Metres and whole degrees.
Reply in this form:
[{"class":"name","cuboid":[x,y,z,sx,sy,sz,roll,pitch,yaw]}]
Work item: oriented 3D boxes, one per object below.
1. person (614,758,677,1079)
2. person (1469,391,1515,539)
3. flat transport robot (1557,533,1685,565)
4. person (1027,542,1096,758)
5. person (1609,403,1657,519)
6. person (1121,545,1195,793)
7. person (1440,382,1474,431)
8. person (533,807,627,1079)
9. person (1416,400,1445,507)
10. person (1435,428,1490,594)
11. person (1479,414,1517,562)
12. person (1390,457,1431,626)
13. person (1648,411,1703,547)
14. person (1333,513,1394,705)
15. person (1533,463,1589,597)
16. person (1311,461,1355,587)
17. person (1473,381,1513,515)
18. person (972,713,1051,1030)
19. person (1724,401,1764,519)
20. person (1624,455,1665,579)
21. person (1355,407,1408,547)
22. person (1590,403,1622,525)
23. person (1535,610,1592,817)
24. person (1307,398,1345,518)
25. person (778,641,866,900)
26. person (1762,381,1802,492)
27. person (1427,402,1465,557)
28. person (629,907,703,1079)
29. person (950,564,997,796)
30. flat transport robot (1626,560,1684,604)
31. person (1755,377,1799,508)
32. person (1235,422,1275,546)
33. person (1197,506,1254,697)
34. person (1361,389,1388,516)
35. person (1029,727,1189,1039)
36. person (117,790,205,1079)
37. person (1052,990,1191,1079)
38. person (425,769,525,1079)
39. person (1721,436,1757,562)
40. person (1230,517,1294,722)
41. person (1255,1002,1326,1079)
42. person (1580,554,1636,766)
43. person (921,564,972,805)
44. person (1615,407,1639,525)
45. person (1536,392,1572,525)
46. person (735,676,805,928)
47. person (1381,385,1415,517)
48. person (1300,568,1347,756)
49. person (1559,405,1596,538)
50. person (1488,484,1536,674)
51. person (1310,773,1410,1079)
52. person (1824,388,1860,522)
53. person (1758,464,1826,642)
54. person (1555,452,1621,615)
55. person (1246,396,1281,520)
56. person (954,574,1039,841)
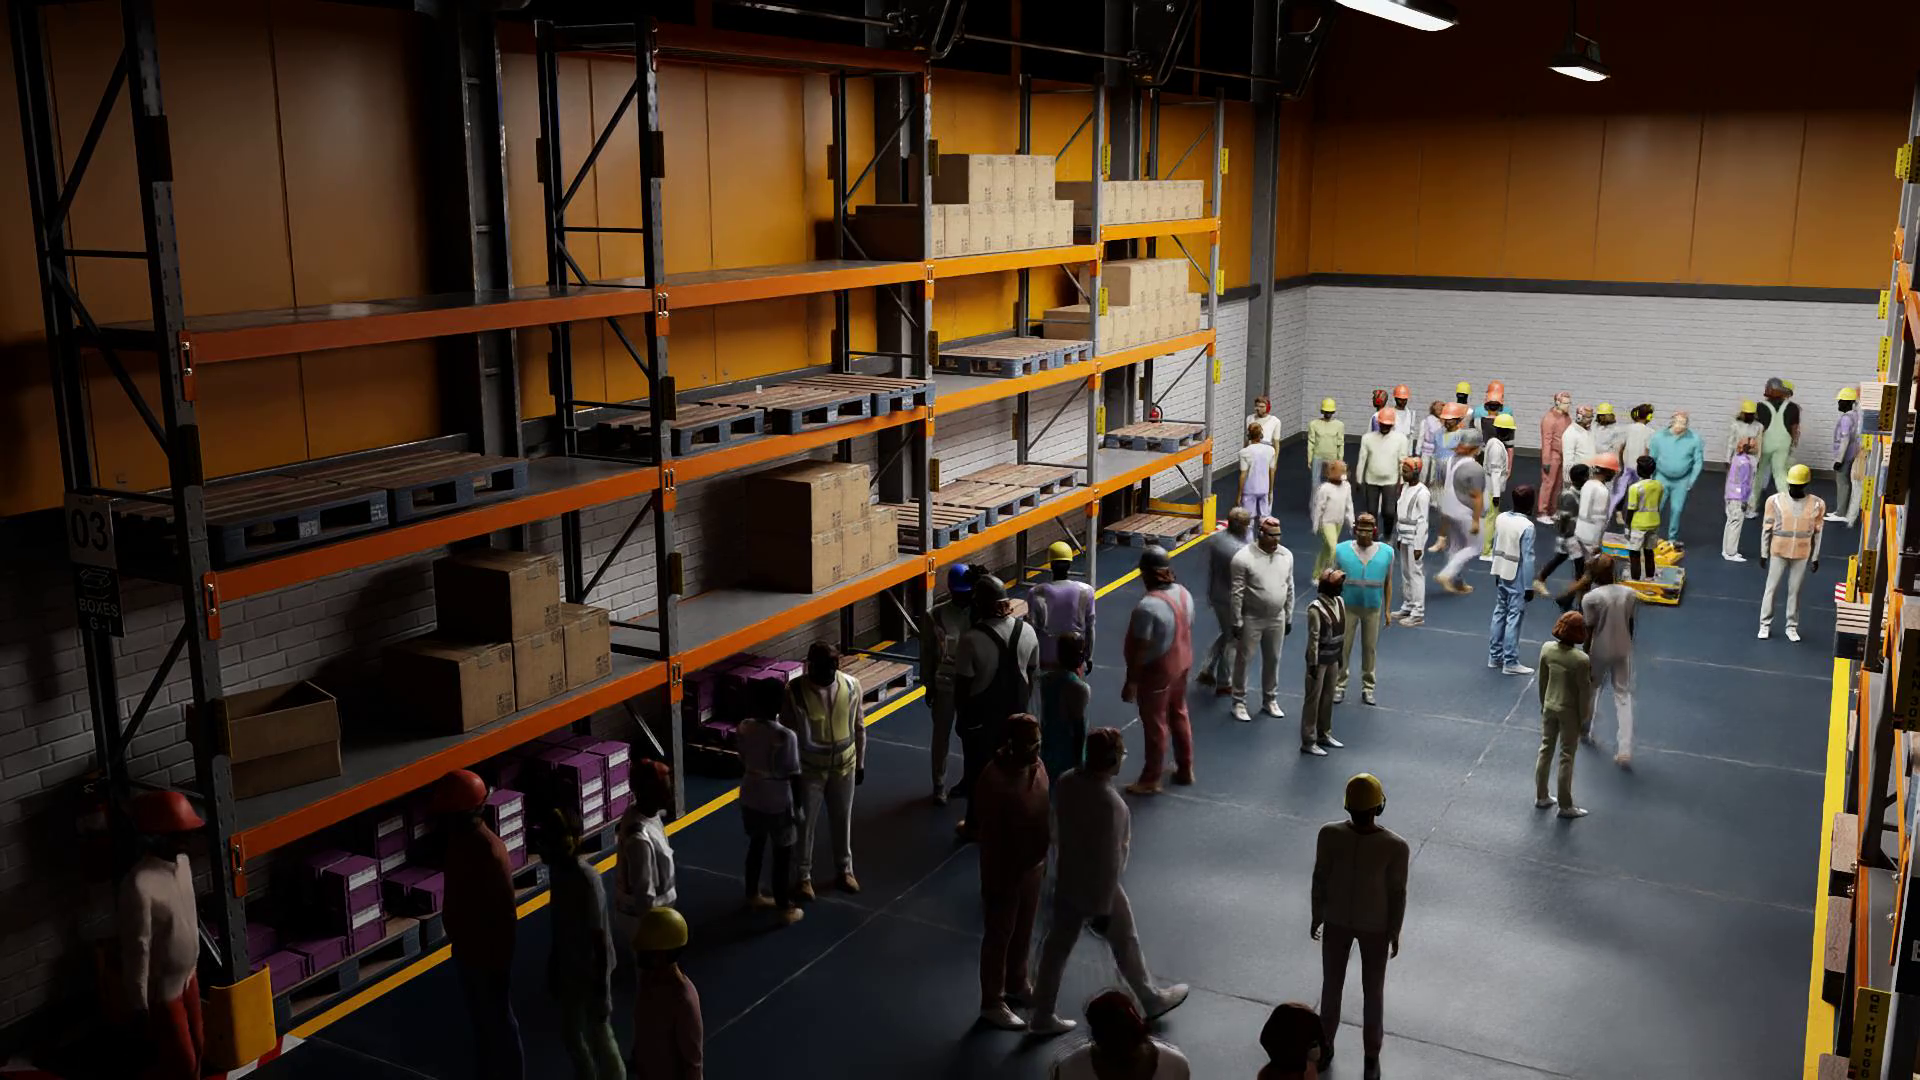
[{"class":"person","cuboid":[-1.707,2.085,9.147,0.370,1.878,0.591,-2,13,-9]},{"class":"person","cuboid":[7.222,-1.016,22.697,0.611,2.030,0.410,3,13,15]},{"class":"flat transport robot","cuboid":[8.634,0.085,21.724,1.431,0.197,0.652,10,16,37]},{"class":"person","cuboid":[0.847,0.963,14.076,0.584,1.918,0.376,-1,13,-6]},{"class":"person","cuboid":[9.277,-0.978,23.029,0.920,1.823,0.540,-11,17,-41]},{"class":"person","cuboid":[1.578,1.042,13.442,0.562,2.000,0.796,10,16,37]},{"class":"person","cuboid":[7.351,-1.374,24.547,0.588,1.919,0.398,9,15,35]},{"class":"person","cuboid":[-1.950,2.239,8.527,0.398,1.850,0.512,-9,16,-35]},{"class":"person","cuboid":[7.009,-1.266,24.710,0.530,1.626,0.323,-4,13,-17]},{"class":"person","cuboid":[5.931,-0.328,19.576,0.585,2.000,0.694,-3,13,-14]},{"class":"person","cuboid":[6.904,-0.672,21.399,0.396,1.920,0.586,4,13,16]},{"class":"person","cuboid":[5.012,0.002,18.472,0.339,1.878,0.571,-1,13,-6]},{"class":"person","cuboid":[9.411,-0.768,21.966,0.681,1.889,0.446,5,14,21]},{"class":"person","cuboid":[3.778,0.640,15.689,0.569,1.840,0.374,2,13,8]},{"class":"person","cuboid":[7.101,-0.090,19.391,0.863,1.658,0.536,8,15,33]},{"class":"person","cuboid":[4.501,-0.150,19.794,0.520,1.577,0.855,-9,15,-34]},{"class":"person","cuboid":[7.702,-1.316,24.106,0.622,1.992,0.397,-2,13,-8]},{"class":"person","cuboid":[0.343,1.930,9.805,0.401,1.899,0.636,9,15,35]},{"class":"person","cuboid":[11.333,-1.151,24.031,0.504,1.698,0.892,2,13,9]},{"class":"person","cuboid":[8.053,-0.160,19.627,0.530,1.689,0.321,-6,14,-24]},{"class":"person","cuboid":[5.470,-0.759,21.654,0.650,1.968,0.451,4,13,18]},{"class":"person","cuboid":[9.106,-1.080,23.618,0.296,1.744,0.487,-11,17,-41]},{"class":"person","cuboid":[4.725,1.346,13.001,0.281,1.634,0.498,-6,14,-25]},{"class":"person","cuboid":[5.273,-1.174,24.004,0.526,1.762,0.340,2,13,7]},{"class":"person","cuboid":[-0.943,1.579,11.520,0.630,1.836,0.430,-5,14,-23]},{"class":"person","cuboid":[12.786,-1.596,25.912,0.532,1.754,0.340,6,14,24]},{"class":"person","cuboid":[6.355,-0.787,21.658,0.412,2.036,0.607,-8,15,-32]},{"class":"person","cuboid":[-1.332,2.493,7.561,0.302,1.772,0.525,-9,15,-35]},{"class":"person","cuboid":[0.148,1.136,13.226,0.385,1.957,0.602,-11,17,-42]},{"class":"flat transport robot","cuboid":[8.284,0.491,19.905,0.652,0.197,1.431,6,14,25]},{"class":"person","cuboid":[11.940,-1.413,24.434,0.681,2.000,0.887,2,13,8]},{"class":"person","cuboid":[3.749,-0.581,21.165,0.506,1.839,0.343,-4,13,-17]},{"class":"person","cuboid":[2.556,0.593,15.783,0.391,1.908,0.672,-3,13,-12]},{"class":"person","cuboid":[6.115,-1.272,24.241,0.389,1.846,0.566,8,15,30]},{"class":"person","cuboid":[0.840,1.978,9.675,0.999,1.844,0.661,-7,15,-30]},{"class":"person","cuboid":[-4.020,2.211,8.341,0.574,1.978,0.642,0,13,-2]},{"class":"person","cuboid":[0.661,2.631,6.883,0.609,1.803,0.852,-1,13,-2]},{"class":"person","cuboid":[-2.519,2.134,8.665,0.398,1.989,0.621,-10,16,-37]},{"class":"person","cuboid":[10.033,-0.534,21.430,0.312,1.632,0.526,2,13,10]},{"class":"person","cuboid":[2.781,0.717,15.235,0.652,1.899,0.400,-4,13,-18]},{"class":"person","cuboid":[1.362,2.692,6.972,0.278,1.634,0.498,9,15,35]},{"class":"person","cuboid":[5.544,1.000,14.236,0.550,1.781,0.995,-1,13,-3]},{"class":"person","cuboid":[-0.011,1.135,13.236,0.603,1.949,0.384,-3,13,-15]},{"class":"person","cuboid":[9.570,-1.055,23.609,0.534,1.697,0.318,-2,13,-11]},{"class":"person","cuboid":[8.500,-1.170,23.690,0.651,1.898,0.396,-12,17,-43]},{"class":"person","cuboid":[-1.276,1.738,11.102,0.559,1.694,0.321,9,16,36]},{"class":"person","cuboid":[6.348,-1.289,24.111,0.544,1.939,0.354,-4,13,-18]},{"class":"person","cuboid":[3.152,1.041,14.377,0.314,1.633,0.519,12,17,42]},{"class":"person","cuboid":[8.331,-0.881,22.392,0.402,1.896,0.652,12,18,44]},{"class":"person","cuboid":[5.538,0.386,16.659,0.375,1.917,0.598,-3,13,-14]},{"class":"person","cuboid":[2.194,2.127,9.206,0.524,1.769,0.308,6,14,23]},{"class":"person","cuboid":[12.655,-1.221,23.832,0.381,1.928,0.587,11,16,39]},{"class":"person","cuboid":[8.879,0.135,17.770,0.589,1.924,0.384,4,13,18]},{"class":"person","cuboid":[7.045,-0.042,18.613,0.573,1.907,0.557,0,13,0]},{"class":"person","cuboid":[4.314,-1.152,23.729,0.402,1.836,0.565,-12,17,-43]},{"class":"person","cuboid":[0.231,1.241,12.551,0.681,2.000,0.535,-7,15,-30]}]
